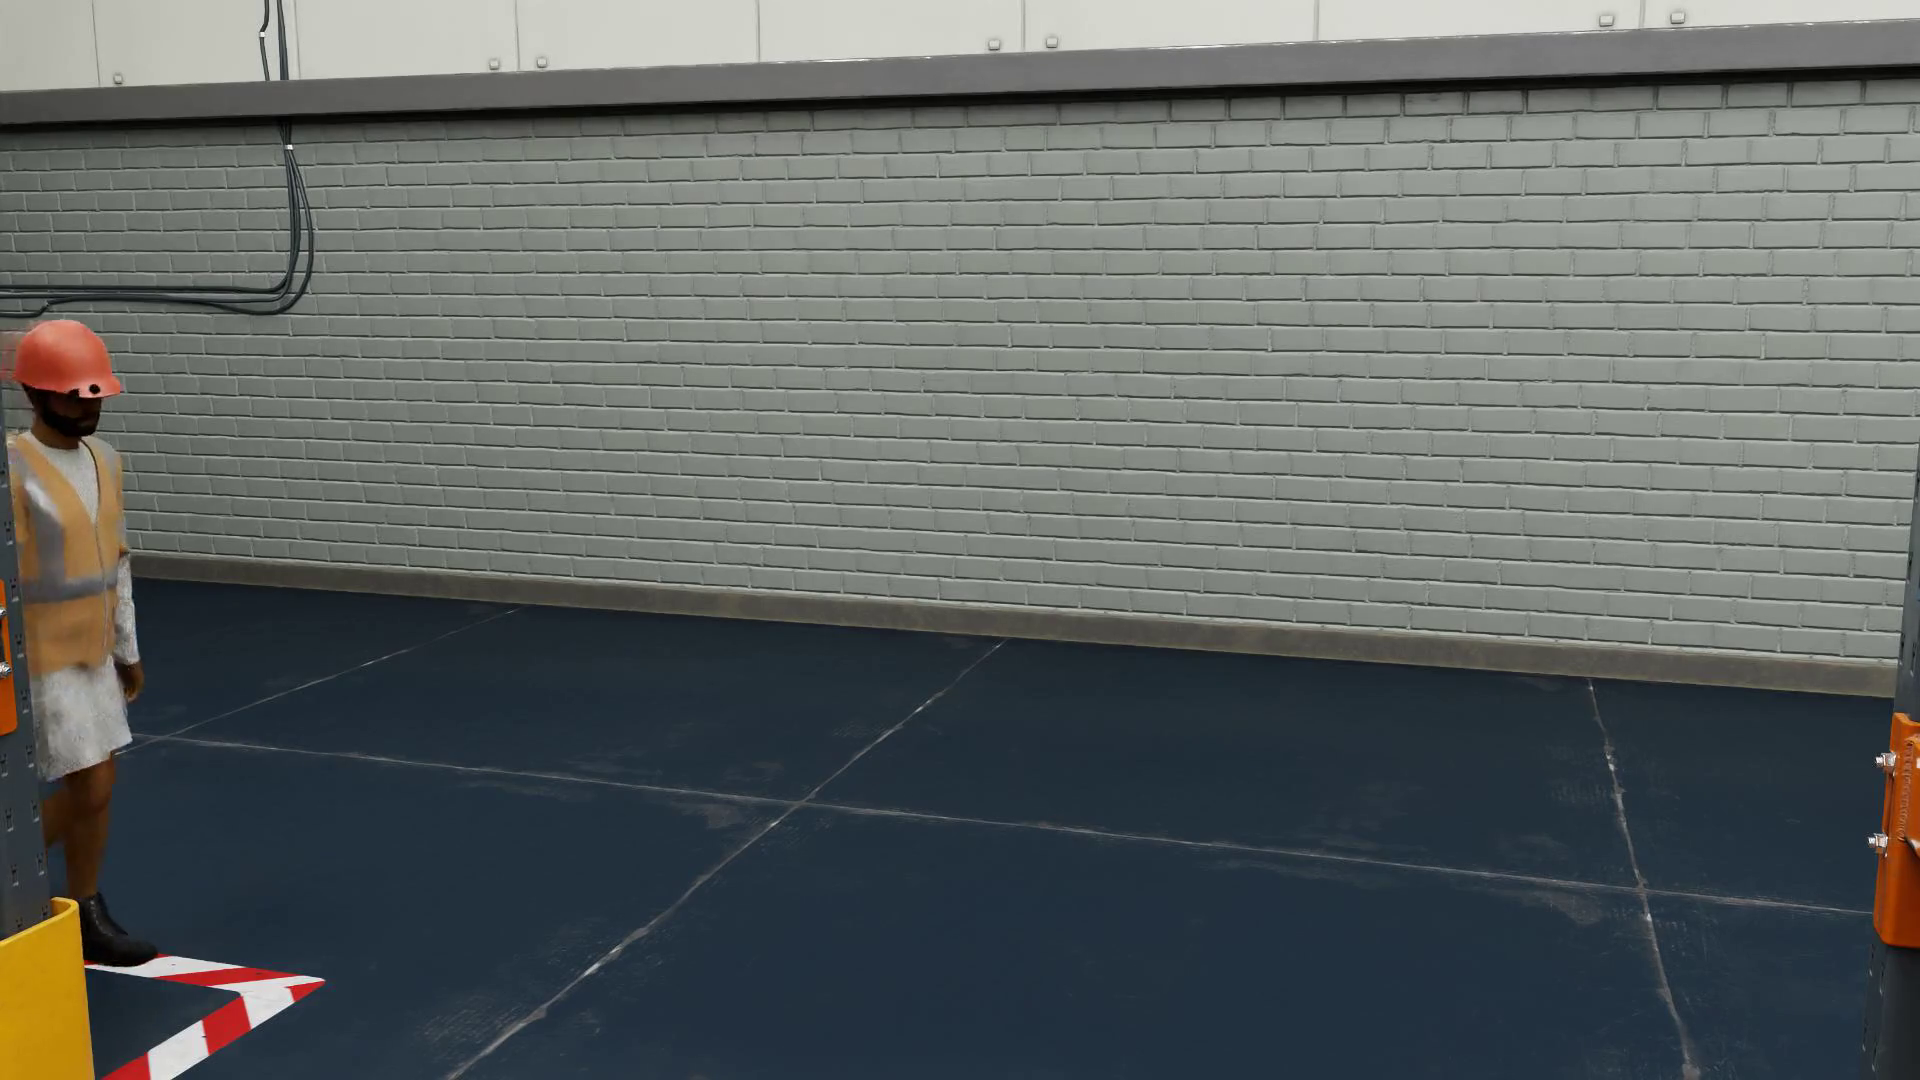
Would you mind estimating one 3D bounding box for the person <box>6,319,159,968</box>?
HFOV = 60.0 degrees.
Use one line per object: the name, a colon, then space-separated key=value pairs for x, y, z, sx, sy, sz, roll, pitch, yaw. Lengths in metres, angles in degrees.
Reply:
person: x=-2.577 y=0.326 z=4.778 sx=0.515 sy=1.908 sz=0.558 roll=1 pitch=10 yaw=5
